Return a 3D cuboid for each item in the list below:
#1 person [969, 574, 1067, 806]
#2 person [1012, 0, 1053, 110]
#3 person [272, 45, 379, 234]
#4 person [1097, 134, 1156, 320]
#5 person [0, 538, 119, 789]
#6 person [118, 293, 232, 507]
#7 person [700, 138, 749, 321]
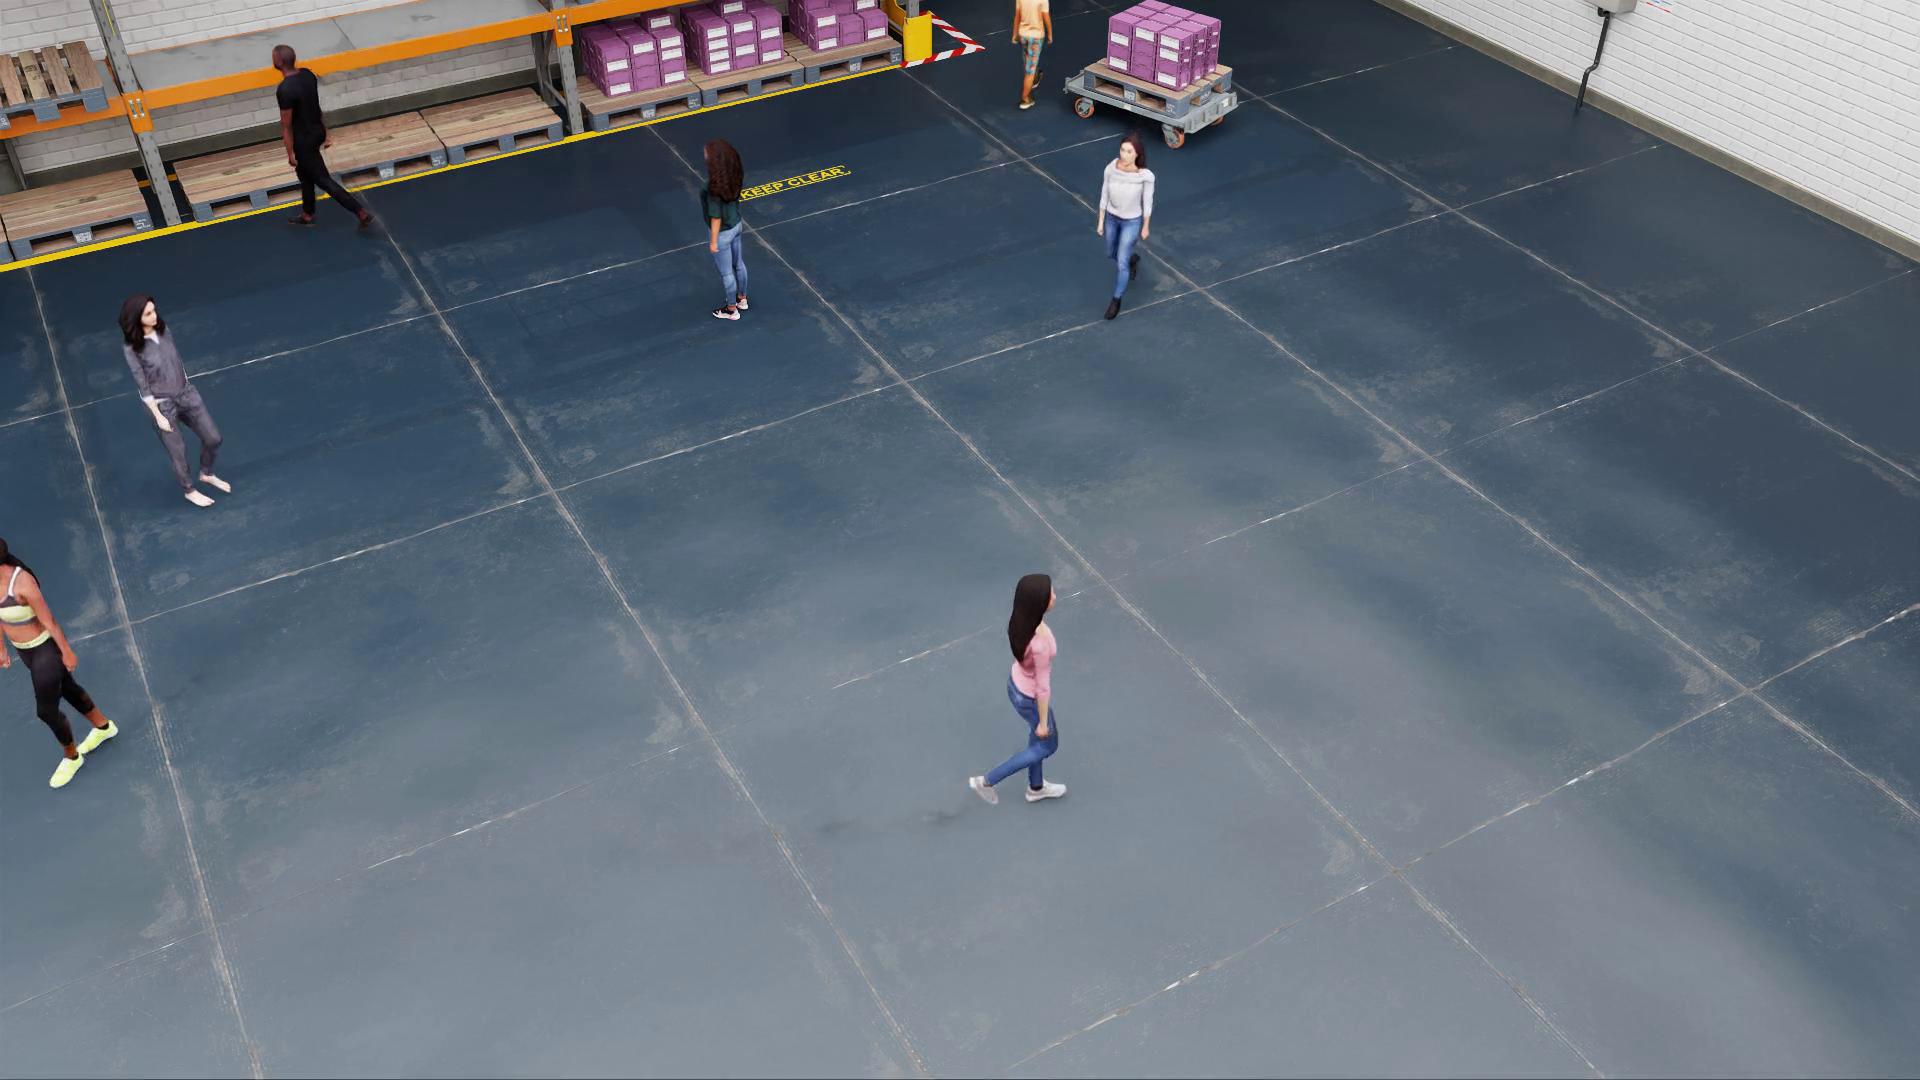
[{"bbox_3d":[0.333,0.891,9.506,0.906,1.730,0.713,-9,39,-11],"label":"person"},{"bbox_3d":[0.718,-5.234,17.415,0.850,1.432,1.031,19,42,22],"label":"person"},{"bbox_3d":[-5.820,-3.575,15.055,1.264,1.783,1.163,7,39,9],"label":"person"},{"bbox_3d":[1.412,-2.711,14.110,0.894,1.613,1.063,20,43,23],"label":"person"},{"bbox_3d":[-5.372,0.600,9.867,0.810,1.735,0.906,17,42,21],"label":"person"},{"bbox_3d":[-5.707,-0.991,11.848,0.782,1.748,0.707,16,41,19],"label":"person"},{"bbox_3d":[-1.975,-2.622,13.995,0.772,1.617,0.695,16,41,19],"label":"person"}]
